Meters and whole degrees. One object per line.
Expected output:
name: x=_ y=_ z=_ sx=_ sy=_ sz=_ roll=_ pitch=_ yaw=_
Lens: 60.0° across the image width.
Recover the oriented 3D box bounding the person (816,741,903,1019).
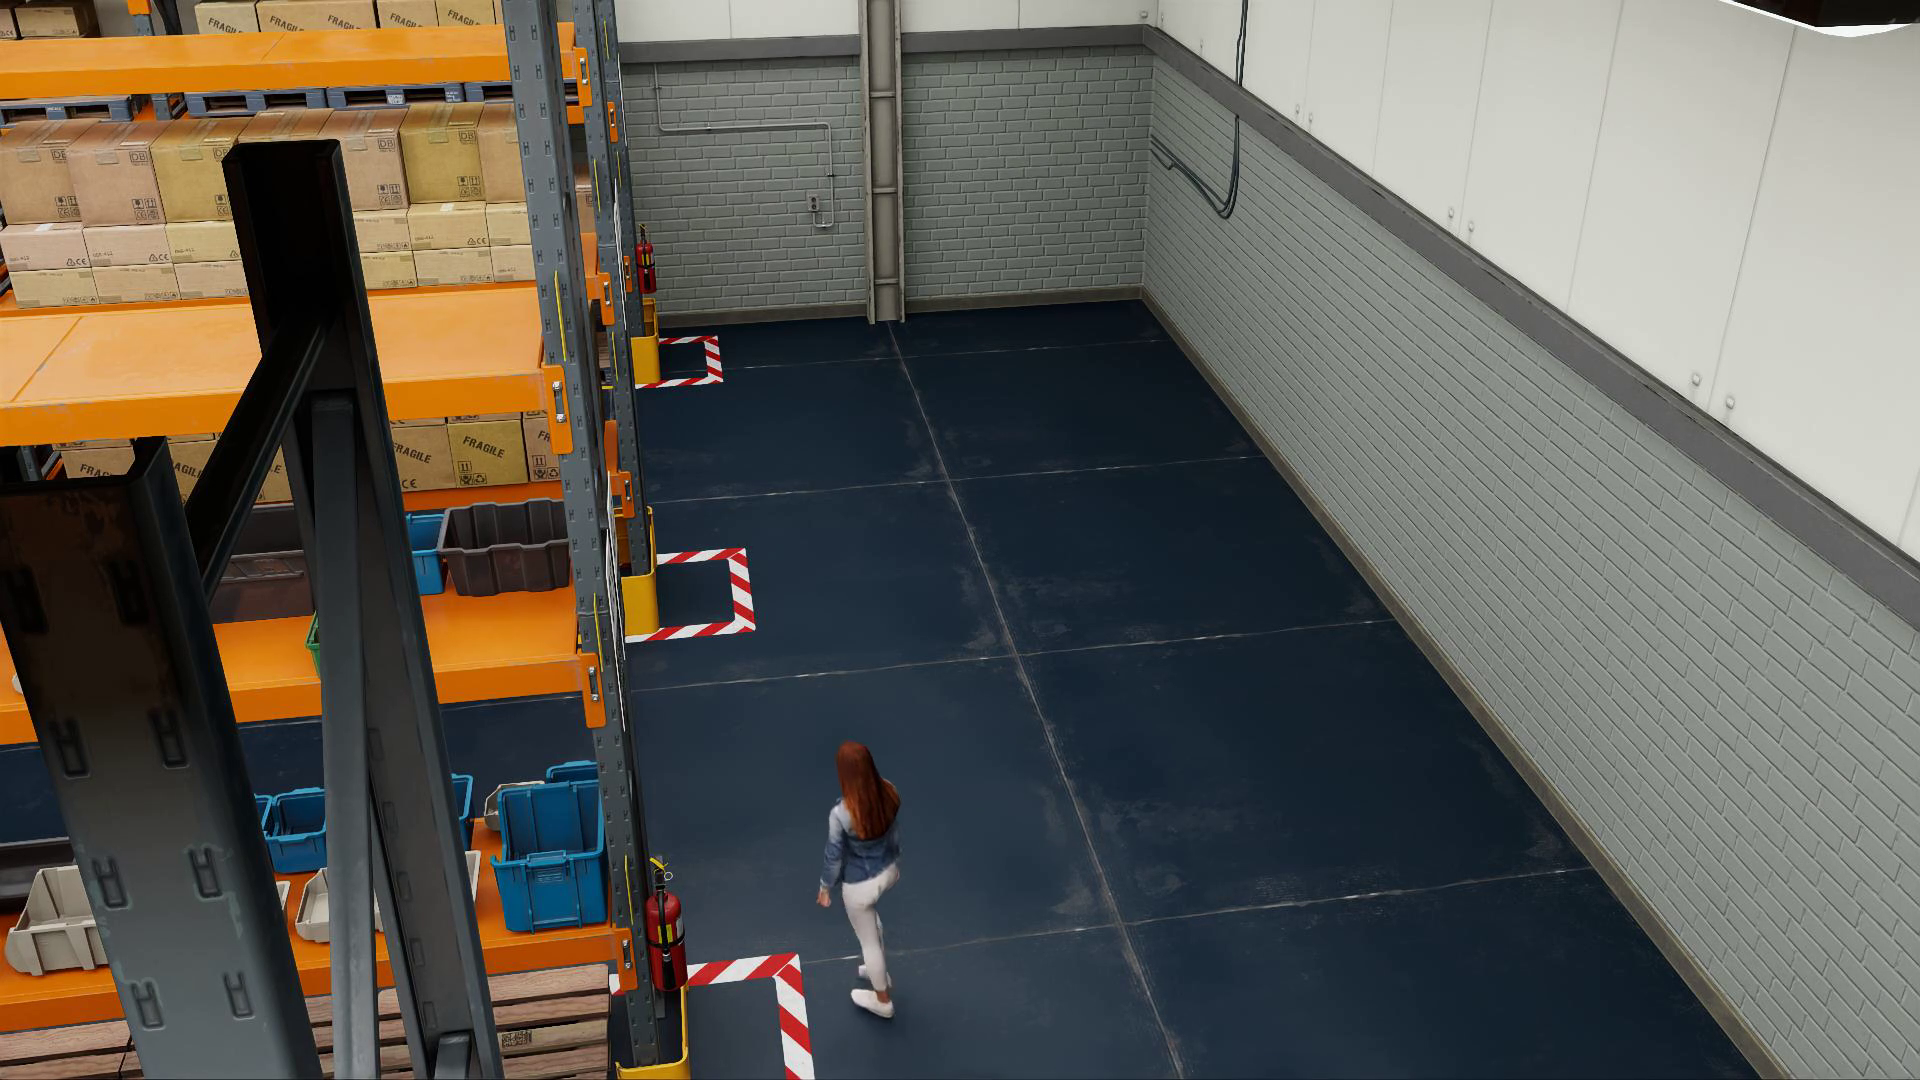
person: x=-0.418 y=1.815 z=8.693 sx=0.814 sy=1.686 sz=0.742 roll=22 pitch=35 yaw=35
